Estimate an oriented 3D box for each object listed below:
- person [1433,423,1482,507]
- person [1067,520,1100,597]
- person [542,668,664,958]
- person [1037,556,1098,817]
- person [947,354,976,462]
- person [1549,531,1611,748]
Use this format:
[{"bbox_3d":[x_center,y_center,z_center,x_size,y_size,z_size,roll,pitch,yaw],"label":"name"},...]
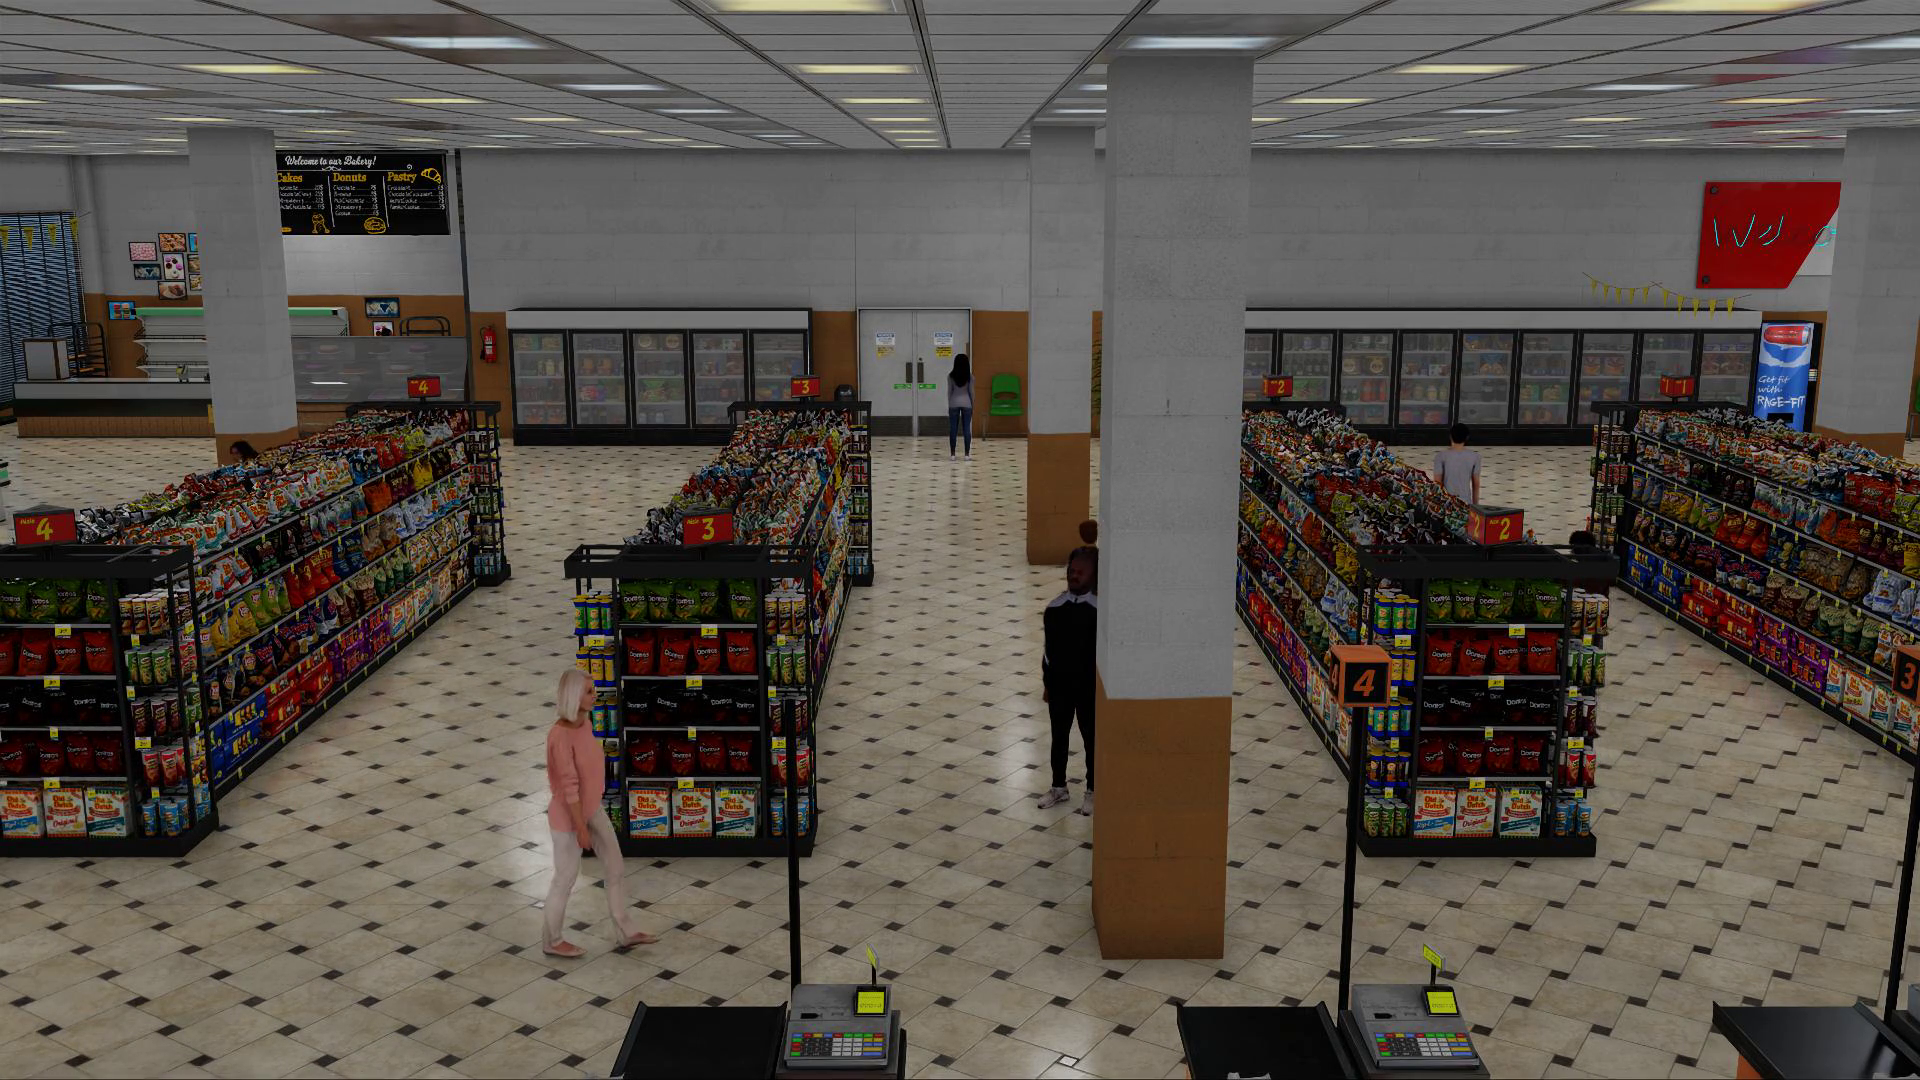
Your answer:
[{"bbox_3d":[5.351,-0.340,17.989,0.659,1.863,0.530,0,12,1],"label":"person"},{"bbox_3d":[1.123,0.553,14.808,0.759,1.426,0.937,5,13,24],"label":"person"},{"bbox_3d":[-2.242,1.553,9.388,0.746,1.702,0.873,2,12,8],"label":"person"},{"bbox_3d":[0.825,0.996,11.729,0.733,1.828,0.709,5,13,24],"label":"person"},{"bbox_3d":[0.007,-2.144,26.868,0.601,1.735,0.524,1,12,3],"label":"person"},{"bbox_3d":[4.752,0.842,12.651,0.667,1.750,0.910,0,12,1],"label":"person"}]
